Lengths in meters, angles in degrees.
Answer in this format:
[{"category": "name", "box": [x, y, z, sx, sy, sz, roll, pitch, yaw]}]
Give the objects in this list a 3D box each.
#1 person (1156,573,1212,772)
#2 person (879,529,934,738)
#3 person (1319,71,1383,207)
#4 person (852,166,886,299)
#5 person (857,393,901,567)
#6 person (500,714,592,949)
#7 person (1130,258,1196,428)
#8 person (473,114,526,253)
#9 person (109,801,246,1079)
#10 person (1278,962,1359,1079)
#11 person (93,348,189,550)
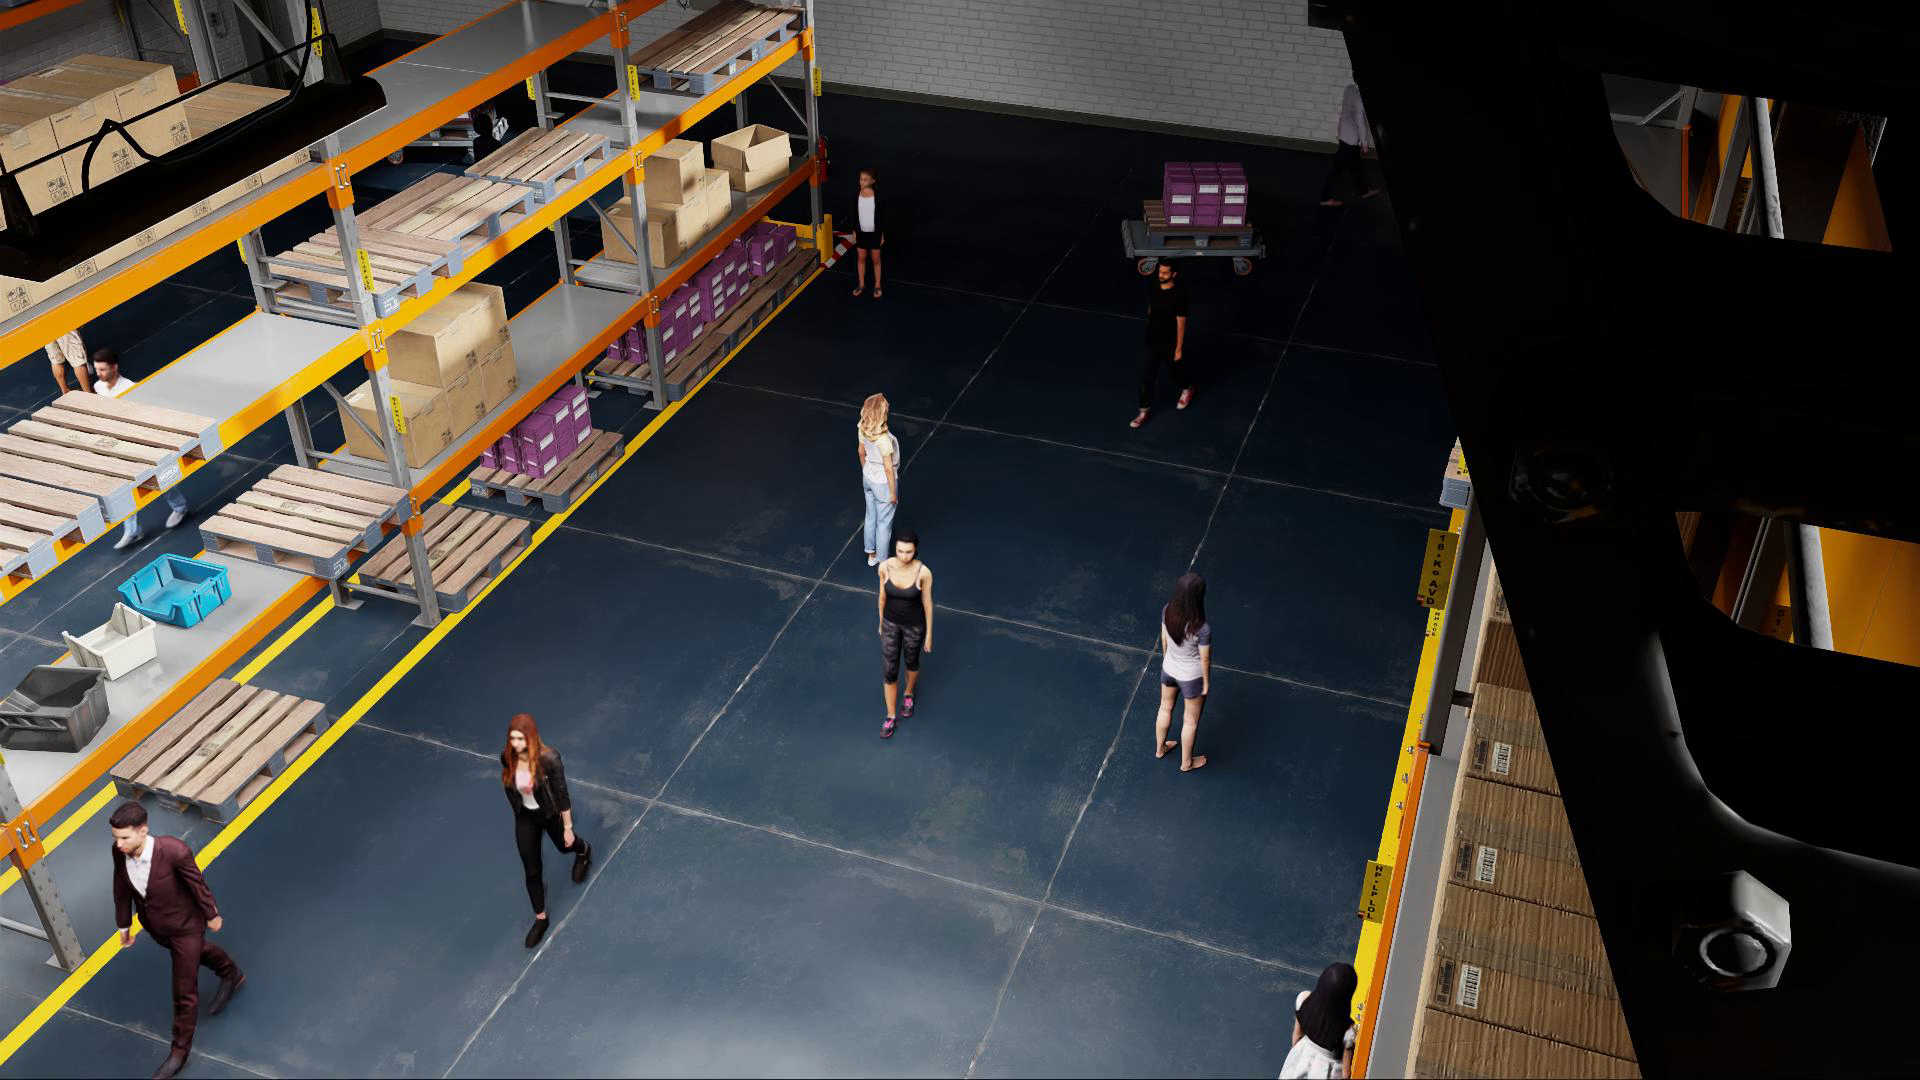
[{"category": "person", "box": [1.637, 0.949, 12.153, 0.672, 1.707, 0.674, -29, 43, -36]}, {"category": "person", "box": [-0.399, 0.605, 12.660, 0.682, 1.718, 0.864, 6, 34, 9]}, {"category": "person", "box": [4.874, -5.125, 21.194, 1.030, 1.814, 1.132, -2, 34, -3]}, {"category": "person", "box": [-1.043, -3.544, 19.050, 0.559, 1.554, 0.561, 7, 34, 10]}, {"category": "person", "box": [-0.696, -0.489, 14.302, 0.725, 1.723, 0.712, -23, 40, -31]}, {"category": "person", "box": [-2.695, 1.768, 10.942, 0.747, 1.684, 1.164, 5, 34, 8]}, {"category": "person", "box": [2.098, -2.007, 16.575, 0.918, 1.734, 1.235, 25, 41, 33]}, {"category": "person", "box": [-5.626, -4.309, 20.069, 0.578, 1.701, 0.547, 9, 35, 14]}, {"category": "person", "box": [-4.728, 2.254, 10.093, 0.790, 1.814, 1.217, 7, 34, 11]}, {"category": "person", "box": [1.943, 2.960, 9.071, 0.771, 1.769, 0.753, -29, 43, -36]}, {"category": "person", "box": [-7.300, -0.872, 14.776, 0.667, 1.837, 0.980, 11, 35, 15]}]
